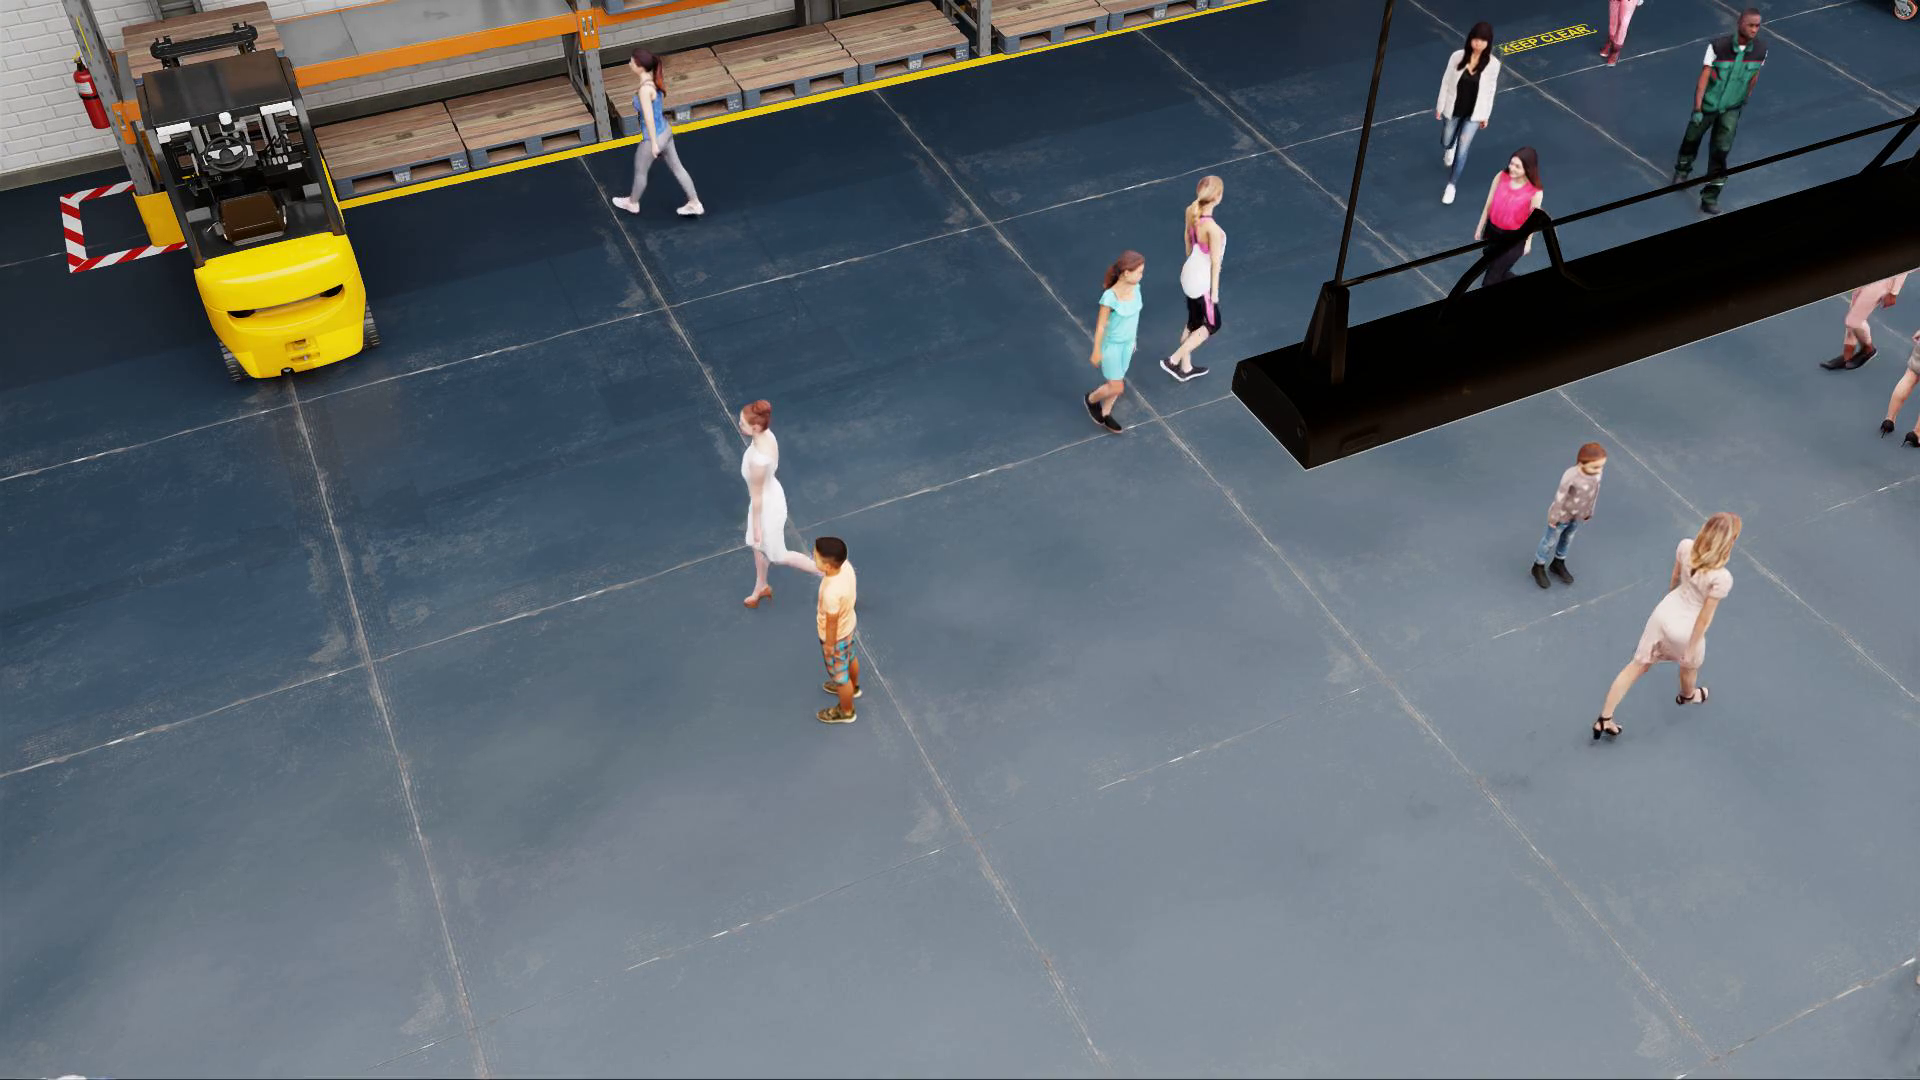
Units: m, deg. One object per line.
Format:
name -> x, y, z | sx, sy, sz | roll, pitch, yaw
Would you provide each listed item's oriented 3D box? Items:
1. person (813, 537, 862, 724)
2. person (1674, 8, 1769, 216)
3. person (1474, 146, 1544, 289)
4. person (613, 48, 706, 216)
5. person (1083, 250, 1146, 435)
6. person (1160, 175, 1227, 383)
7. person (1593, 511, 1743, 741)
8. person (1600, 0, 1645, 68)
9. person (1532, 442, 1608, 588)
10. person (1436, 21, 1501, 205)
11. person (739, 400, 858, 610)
person -> -0.743, 0.533, 10.214 | 0.628, 1.460, 0.592 | 6, 44, 6
person -> 6.599, -3.833, 14.554 | 1.145, 1.796, 1.102 | 6, 44, 7
person -> 4.350, -2.398, 13.166 | 1.079, 1.633, 0.736 | -27, 50, -26
person -> -2.555, -3.462, 14.327 | 1.124, 1.572, 0.974 | 8, 44, 8
person -> 1.101, -1.483, 12.274 | 0.636, 1.539, 0.714 | -29, 51, -27
person -> 1.724, -1.910, 12.553 | 0.670, 1.772, 0.633 | -16, 46, -16
person -> 4.207, 0.566, 9.954 | 1.101, 1.771, 0.629 | -16, 46, -16
person -> 6.662, -5.511, 16.582 | 0.684, 1.429, 0.775 | 31, 52, 28
person -> 4.095, -0.201, 11.178 | 0.449, 1.193, 0.569 | -11, 45, -11
person -> 4.460, -3.829, 14.677 | 0.969, 1.620, 1.042 | 15, 46, 15
person -> -1.134, -0.170, 10.729 | 1.088, 1.768, 0.845 | -1, 44, -1
